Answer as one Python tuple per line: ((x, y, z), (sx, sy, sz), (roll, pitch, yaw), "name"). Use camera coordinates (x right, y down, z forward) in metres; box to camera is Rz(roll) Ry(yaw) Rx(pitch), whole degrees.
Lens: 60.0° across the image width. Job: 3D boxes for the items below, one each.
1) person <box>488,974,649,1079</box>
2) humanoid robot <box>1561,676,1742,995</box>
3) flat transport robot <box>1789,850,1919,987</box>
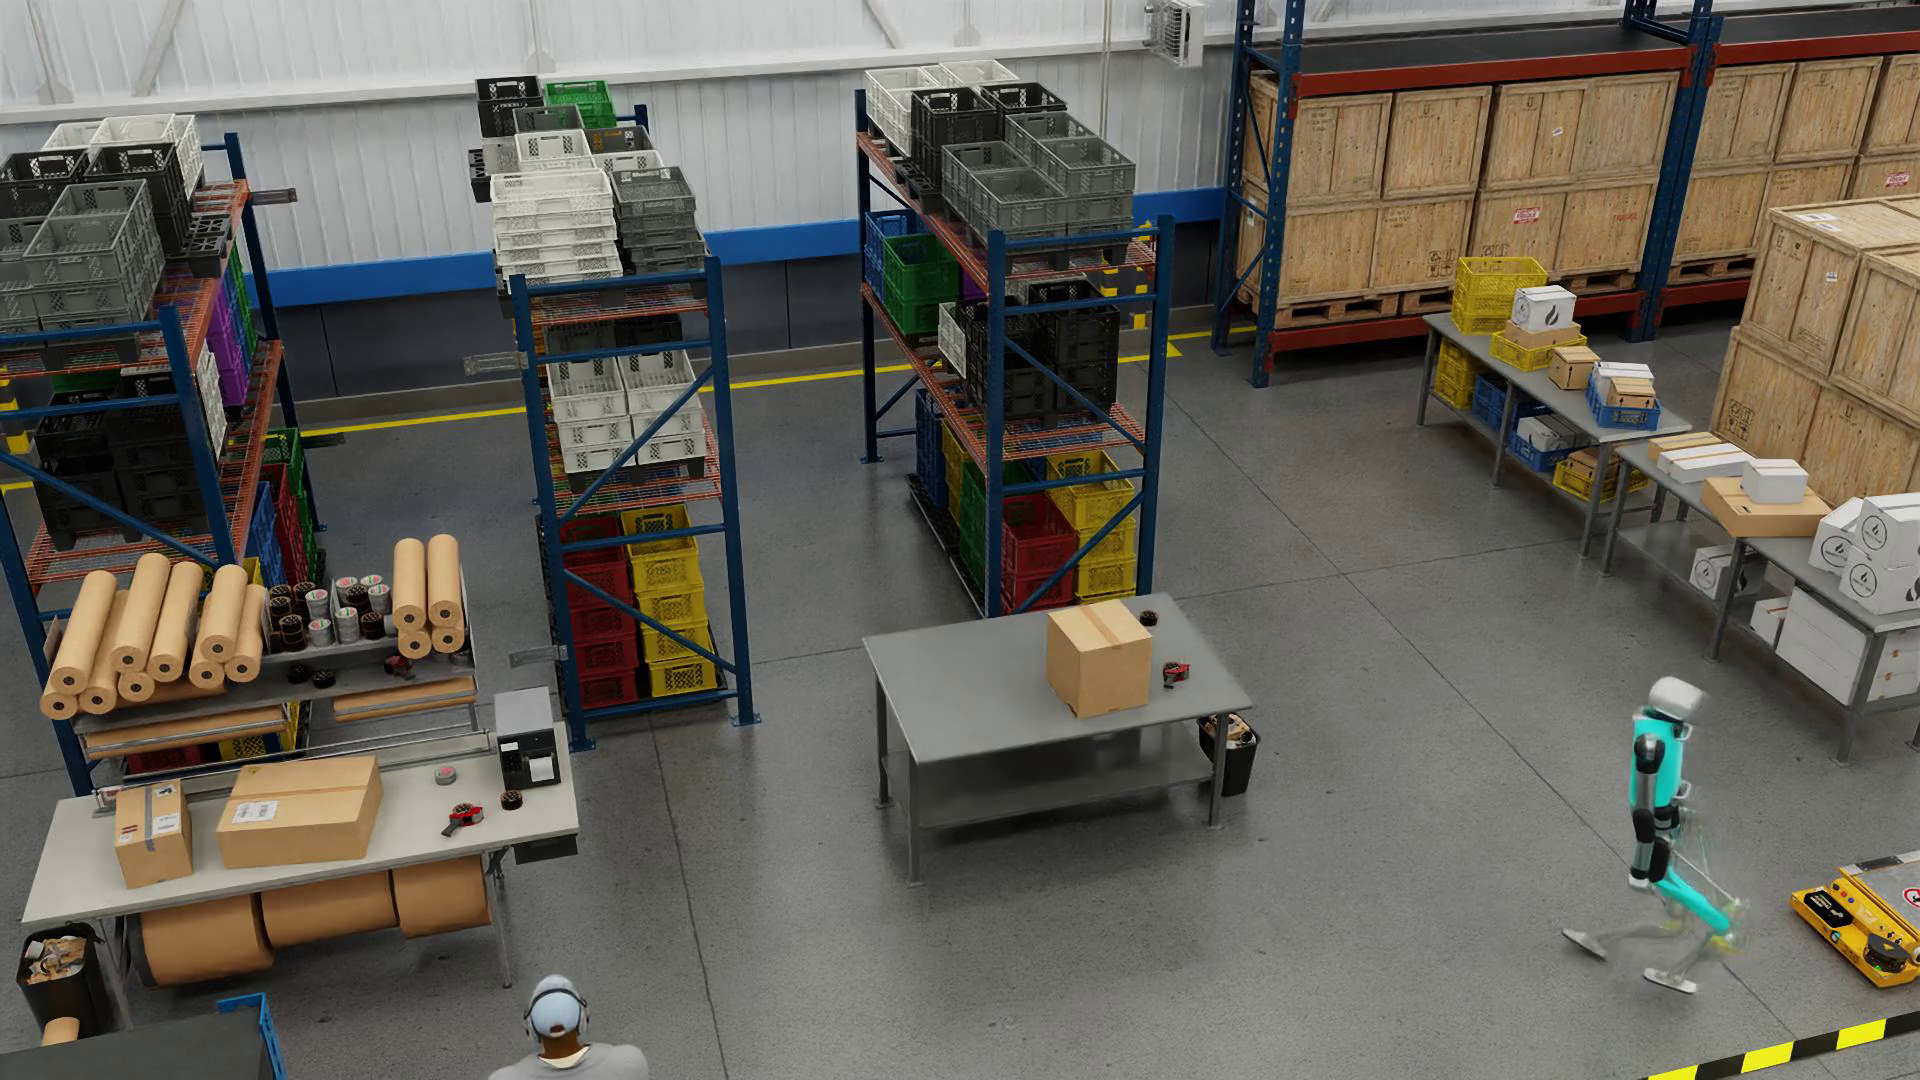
((-1.410, 2.354, 6.235), (0.589, 1.853, 0.376), (-8, 30, -15), "person")
((3.443, 1.493, 7.934), (0.918, 1.768, 0.540), (17, 33, 27), "humanoid robot")
((5.163, 1.916, 8.676), (1.431, 0.231, 0.659), (-8, 30, -14), "flat transport robot")
